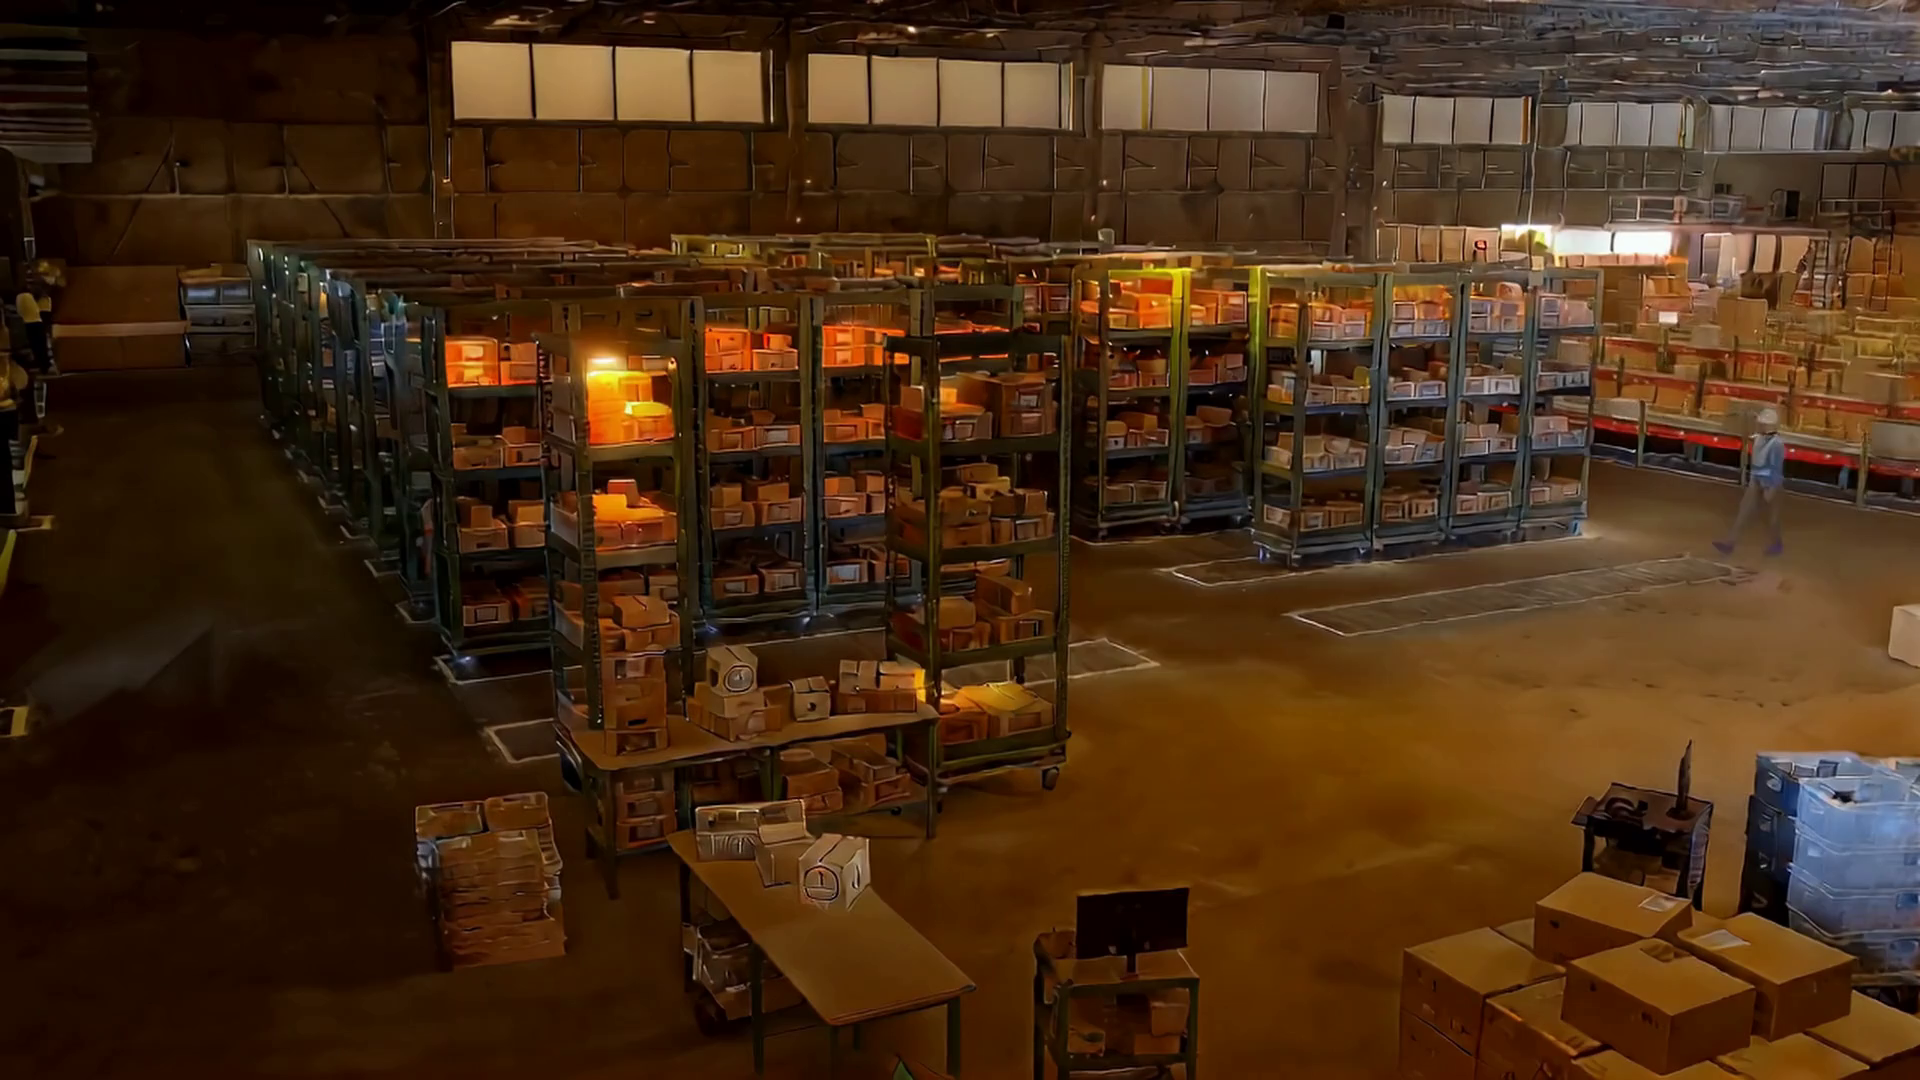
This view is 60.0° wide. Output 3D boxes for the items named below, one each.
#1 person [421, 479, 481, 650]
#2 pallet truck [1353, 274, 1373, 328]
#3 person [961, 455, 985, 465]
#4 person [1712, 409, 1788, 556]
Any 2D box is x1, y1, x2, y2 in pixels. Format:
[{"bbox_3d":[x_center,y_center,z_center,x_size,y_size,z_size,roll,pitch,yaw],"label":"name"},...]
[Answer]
[{"bbox_3d":[-5.216,0.184,17.078,0.565,1.850,0.390,-9,15,-36],"label":"person"},{"bbox_3d":[13.011,-8.050,55.243,0.823,1.965,1.885,-7,14,-28],"label":"pallet truck"},{"bbox_3d":[0.222,-0.931,22.331,0.404,1.830,0.602,-2,12,-8],"label":"person"},{"bbox_3d":[10.149,-0.712,21.144,0.980,1.893,0.641,-3,12,-14],"label":"person"}]
